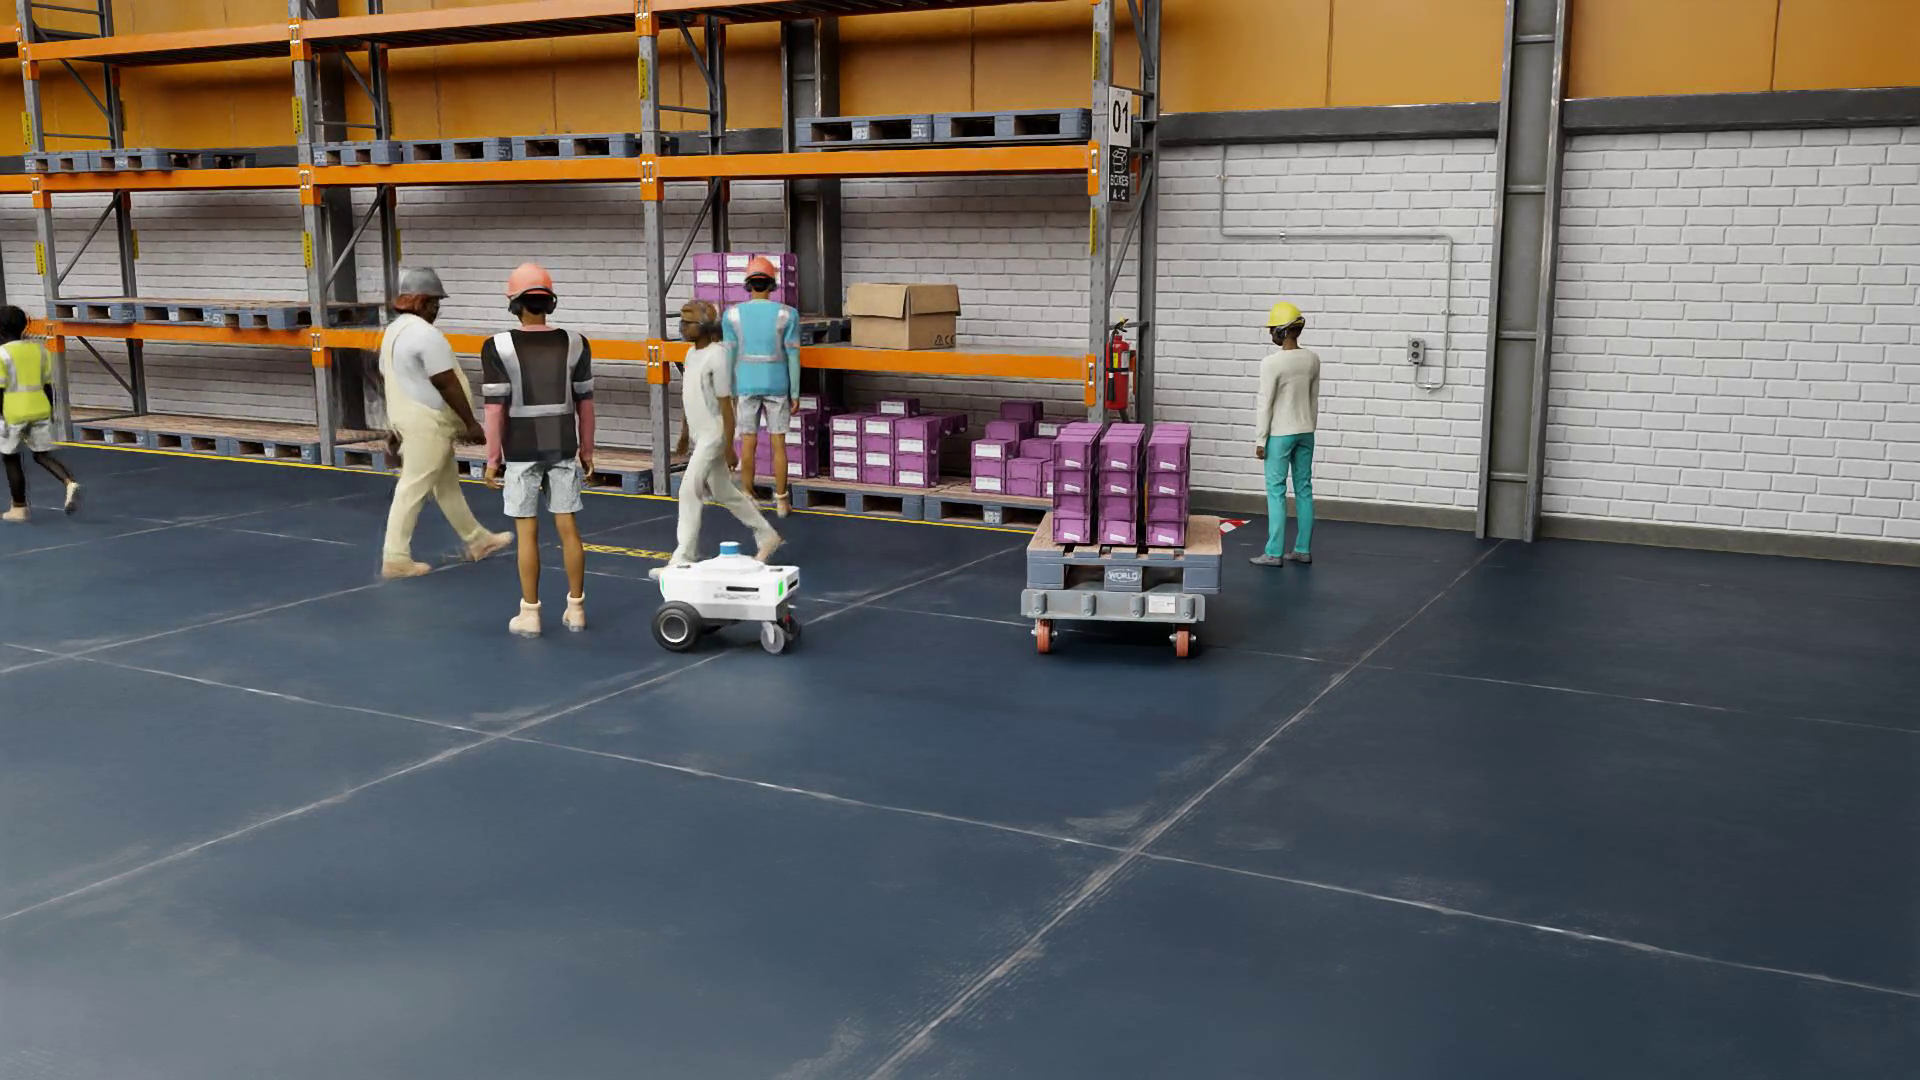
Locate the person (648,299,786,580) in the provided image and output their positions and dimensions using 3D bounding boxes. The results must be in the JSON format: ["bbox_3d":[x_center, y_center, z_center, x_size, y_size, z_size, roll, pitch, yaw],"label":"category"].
[{"bbox_3d":[-1.556,-0.658,10.767,0.930,1.810,0.519,-5,12,-26],"label":"person"}]

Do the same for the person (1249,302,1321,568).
[{"bbox_3d":[2.161,-0.694,11.061,0.524,1.761,0.338,-7,12,-32],"label":"person"}]

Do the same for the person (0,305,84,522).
[{"bbox_3d":[-7.082,-0.953,12.701,0.658,1.677,0.539,4,11,21],"label":"person"}]

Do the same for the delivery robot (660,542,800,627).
[{"bbox_3d":[-1.225,0.253,8.895,0.707,0.478,0.477,2,10,11],"label":"delivery robot"}]

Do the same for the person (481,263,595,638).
[{"bbox_3d":[-2.318,-0.487,9.143,0.616,2.039,0.389,-6,12,-32],"label":"person"}]

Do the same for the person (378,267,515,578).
[{"bbox_3d":[-3.396,-0.797,10.839,0.988,2.000,0.695,-7,12,-34],"label":"person"}]

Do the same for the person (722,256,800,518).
[{"bbox_3d":[-1.544,-1.181,12.982,0.607,2.038,0.398,0,10,1],"label":"person"}]
